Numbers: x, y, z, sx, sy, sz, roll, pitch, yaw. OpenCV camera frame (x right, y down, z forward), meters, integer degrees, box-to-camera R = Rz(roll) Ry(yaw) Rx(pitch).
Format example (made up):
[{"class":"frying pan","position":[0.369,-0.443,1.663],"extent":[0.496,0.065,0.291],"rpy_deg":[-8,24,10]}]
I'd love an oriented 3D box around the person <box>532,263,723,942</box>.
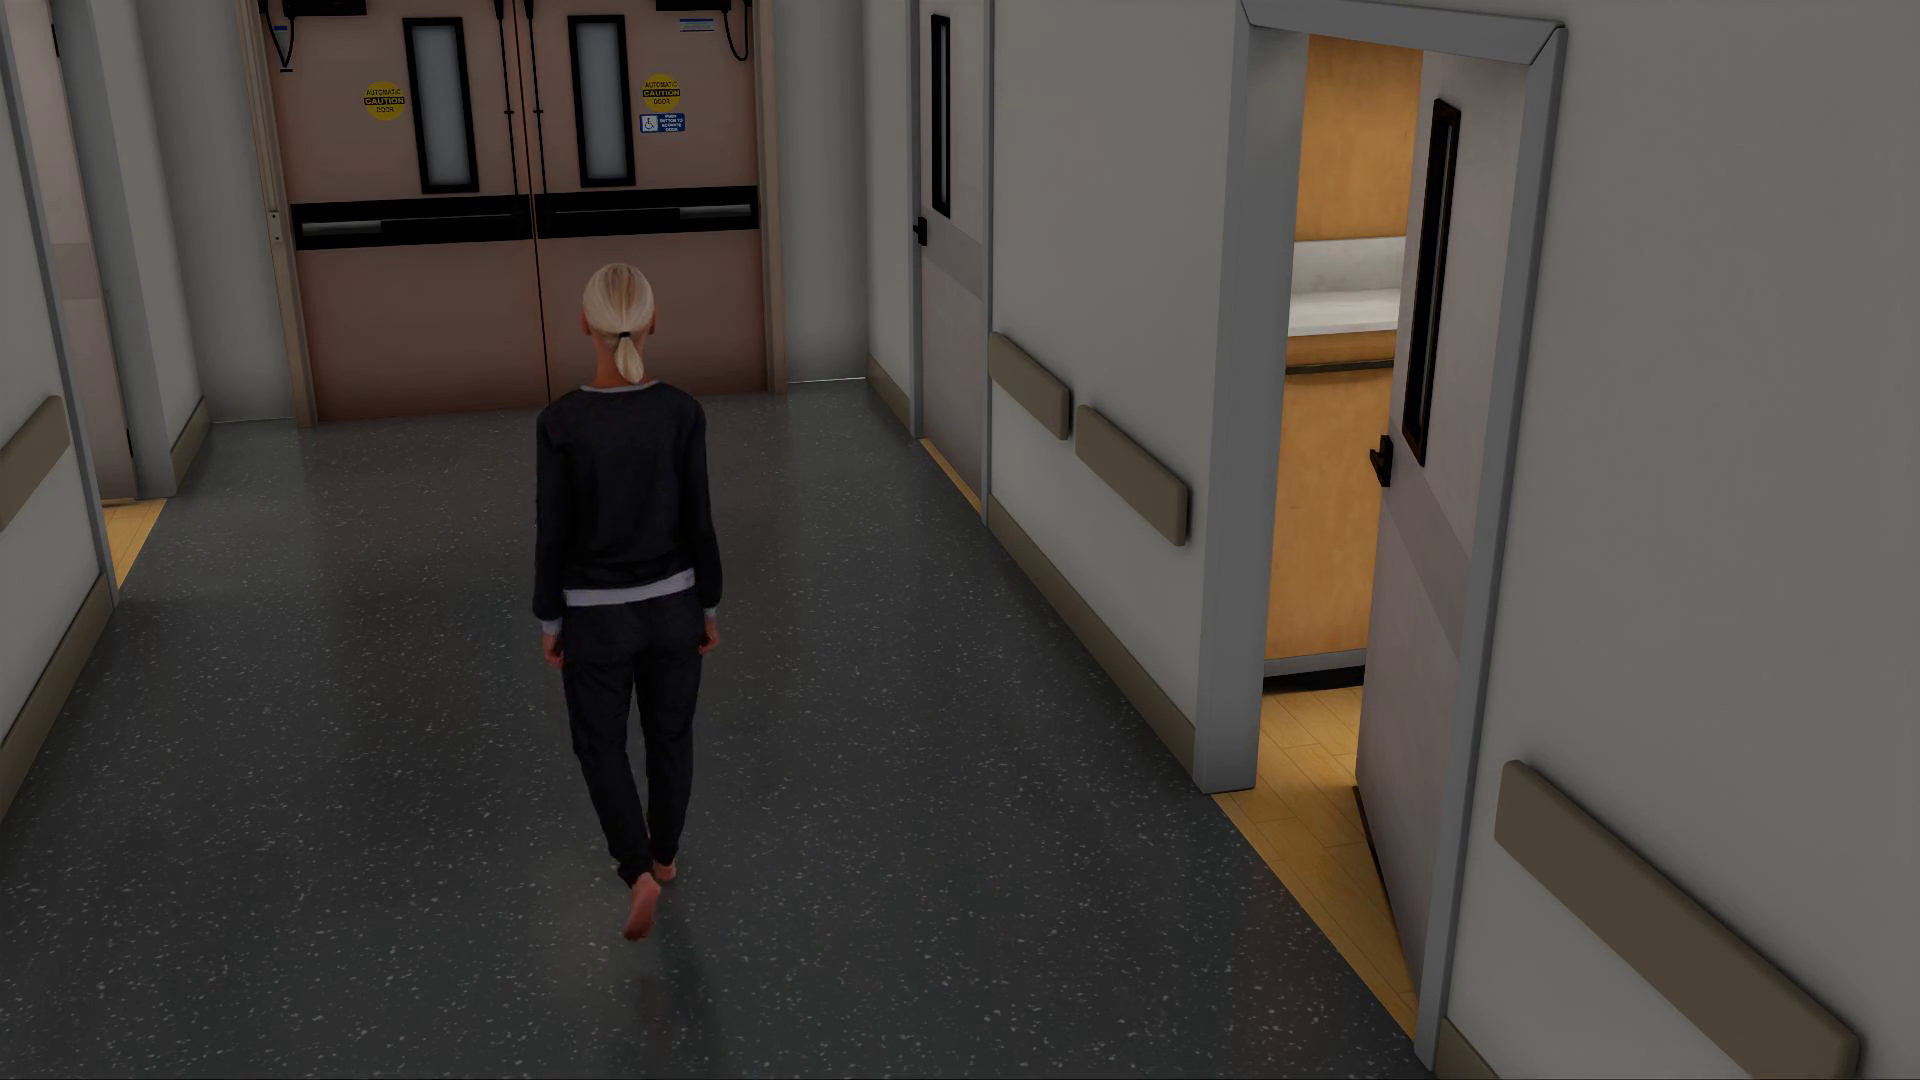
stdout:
[{"class":"person","position":[-0.808,0.187,4.131],"extent":[0.664,1.708,0.910],"rpy_deg":[-7,22,-18]}]
